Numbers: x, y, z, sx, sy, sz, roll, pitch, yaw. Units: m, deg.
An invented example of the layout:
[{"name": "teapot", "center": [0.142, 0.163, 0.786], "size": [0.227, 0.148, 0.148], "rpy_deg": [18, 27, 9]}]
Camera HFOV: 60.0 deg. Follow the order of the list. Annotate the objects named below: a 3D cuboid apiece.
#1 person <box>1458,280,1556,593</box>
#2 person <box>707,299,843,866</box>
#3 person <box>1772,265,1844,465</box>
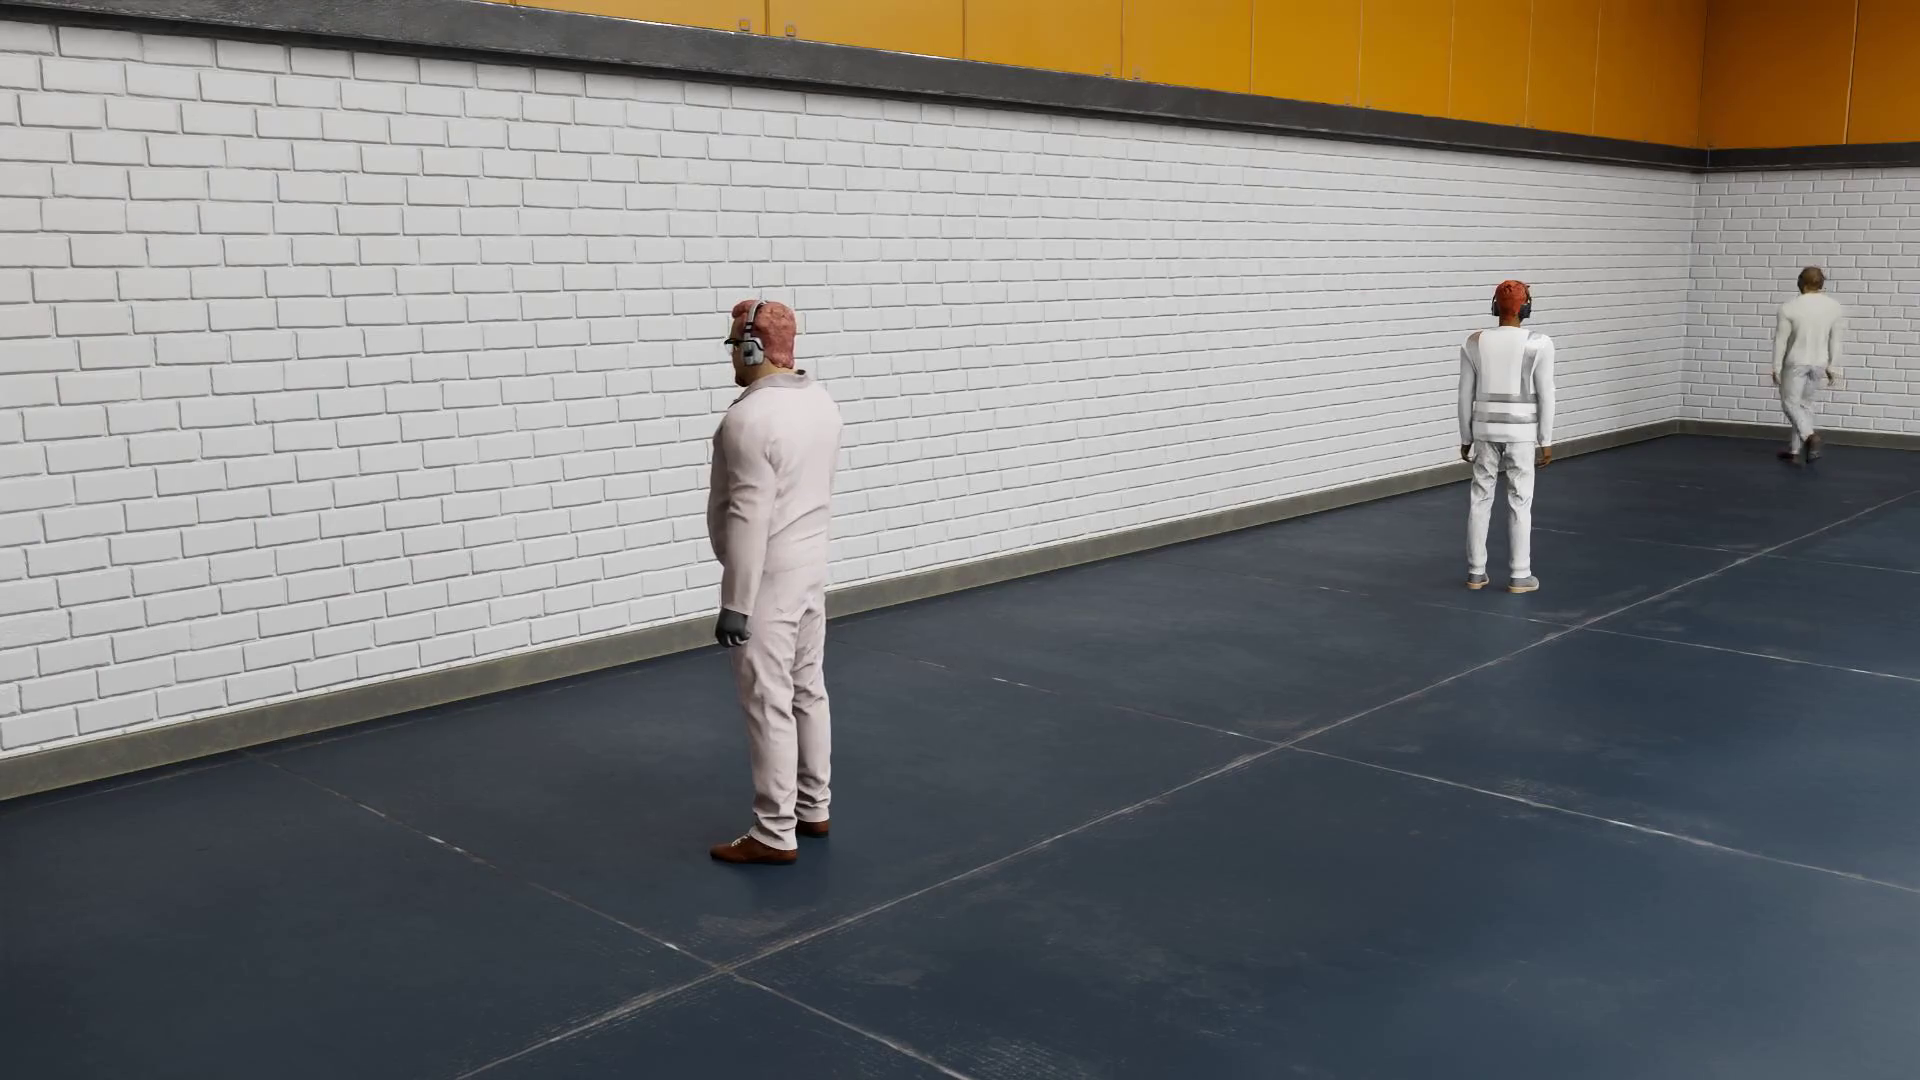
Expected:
[{"name": "person", "center": [3.297, -0.619, 10.058], "size": [0.574, 1.883, 0.356], "rpy_deg": [6, 12, 33]}, {"name": "person", "center": [-0.651, 0.143, 5.649], "size": [0.408, 1.905, 0.653], "rpy_deg": [4, 11, 21]}, {"name": "person", "center": [8.087, -1.654, 15.871], "size": [0.634, 1.917, 0.819], "rpy_deg": [0, 10, -2]}]
